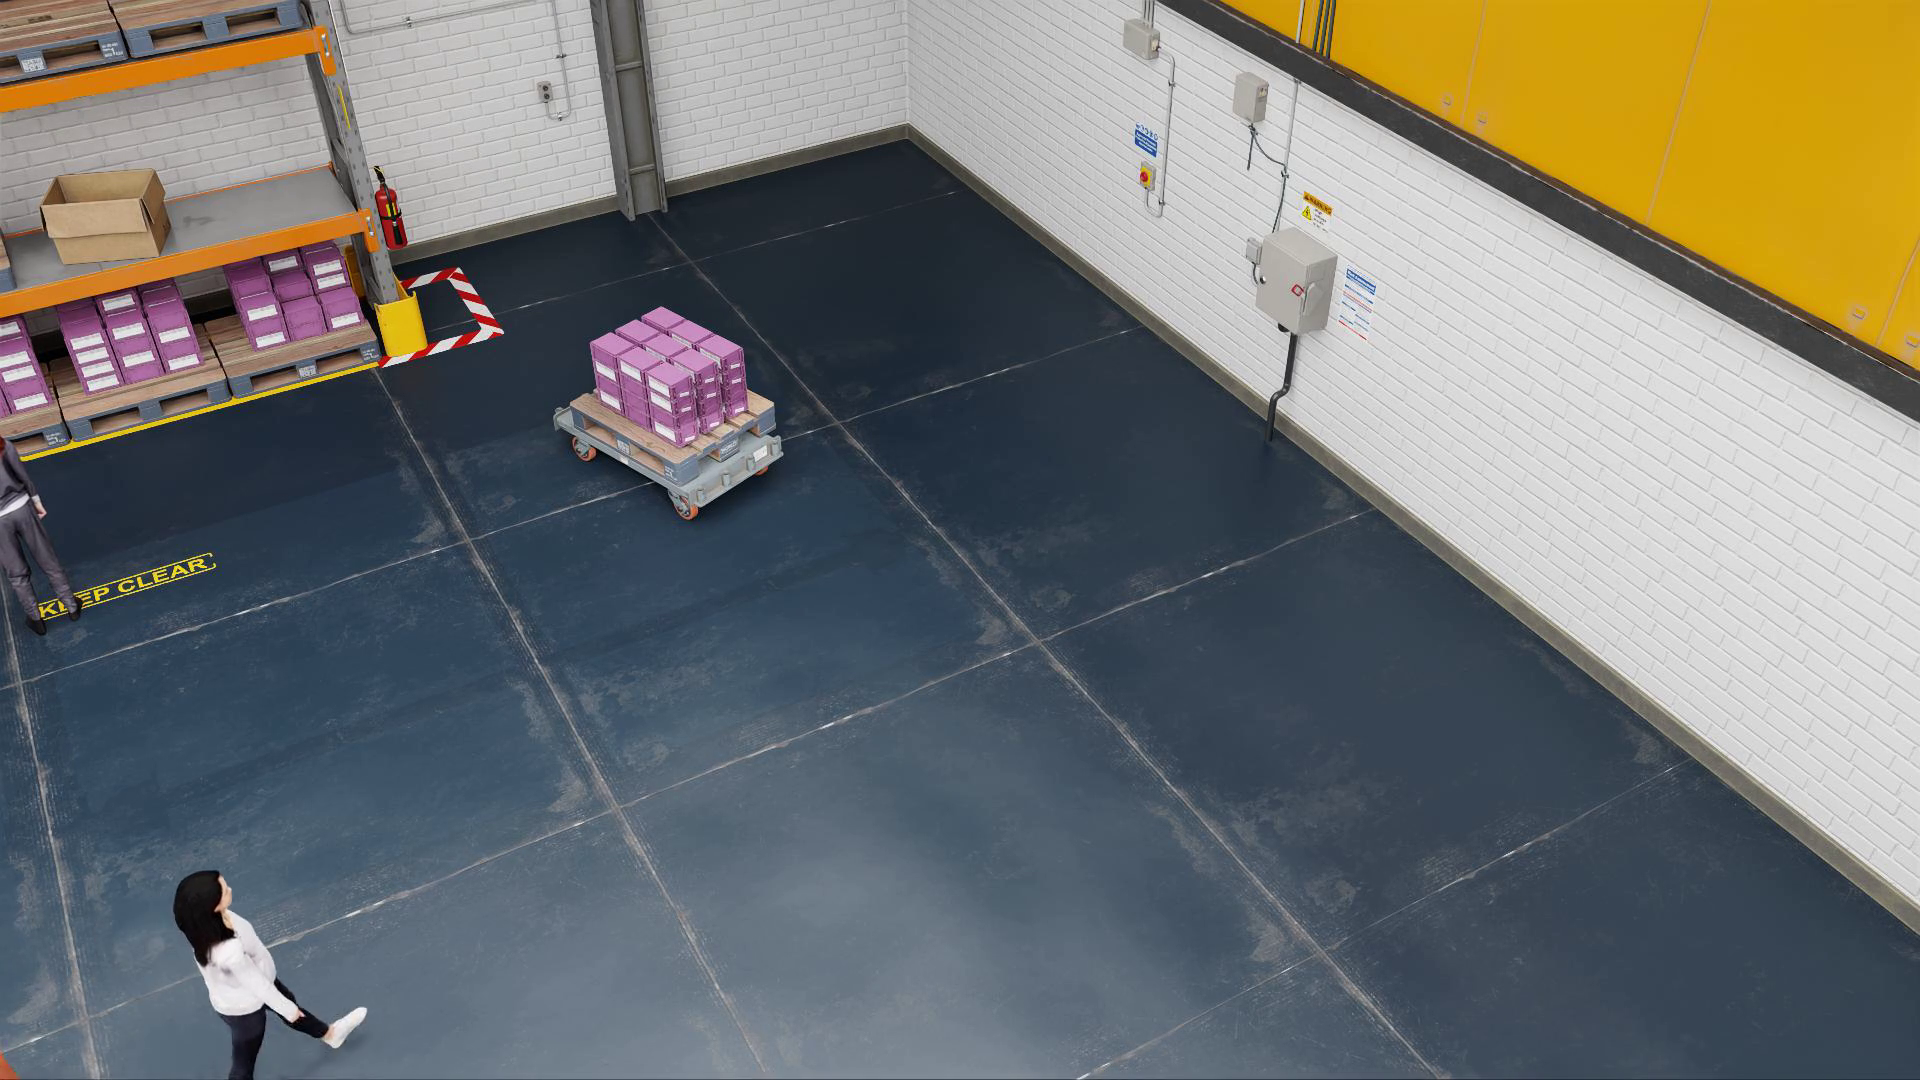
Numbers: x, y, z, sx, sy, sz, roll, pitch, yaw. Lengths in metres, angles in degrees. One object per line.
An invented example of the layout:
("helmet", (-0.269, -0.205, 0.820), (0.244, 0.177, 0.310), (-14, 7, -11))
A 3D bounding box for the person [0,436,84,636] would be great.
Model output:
("person", (-6.204, -0.140, 10.830), (0.466, 1.781, 0.674), (-26, 45, -29))

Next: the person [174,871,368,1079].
("person", (-3.513, 2.226, 7.958), (1.056, 1.668, 0.758), (-28, 46, -30))
